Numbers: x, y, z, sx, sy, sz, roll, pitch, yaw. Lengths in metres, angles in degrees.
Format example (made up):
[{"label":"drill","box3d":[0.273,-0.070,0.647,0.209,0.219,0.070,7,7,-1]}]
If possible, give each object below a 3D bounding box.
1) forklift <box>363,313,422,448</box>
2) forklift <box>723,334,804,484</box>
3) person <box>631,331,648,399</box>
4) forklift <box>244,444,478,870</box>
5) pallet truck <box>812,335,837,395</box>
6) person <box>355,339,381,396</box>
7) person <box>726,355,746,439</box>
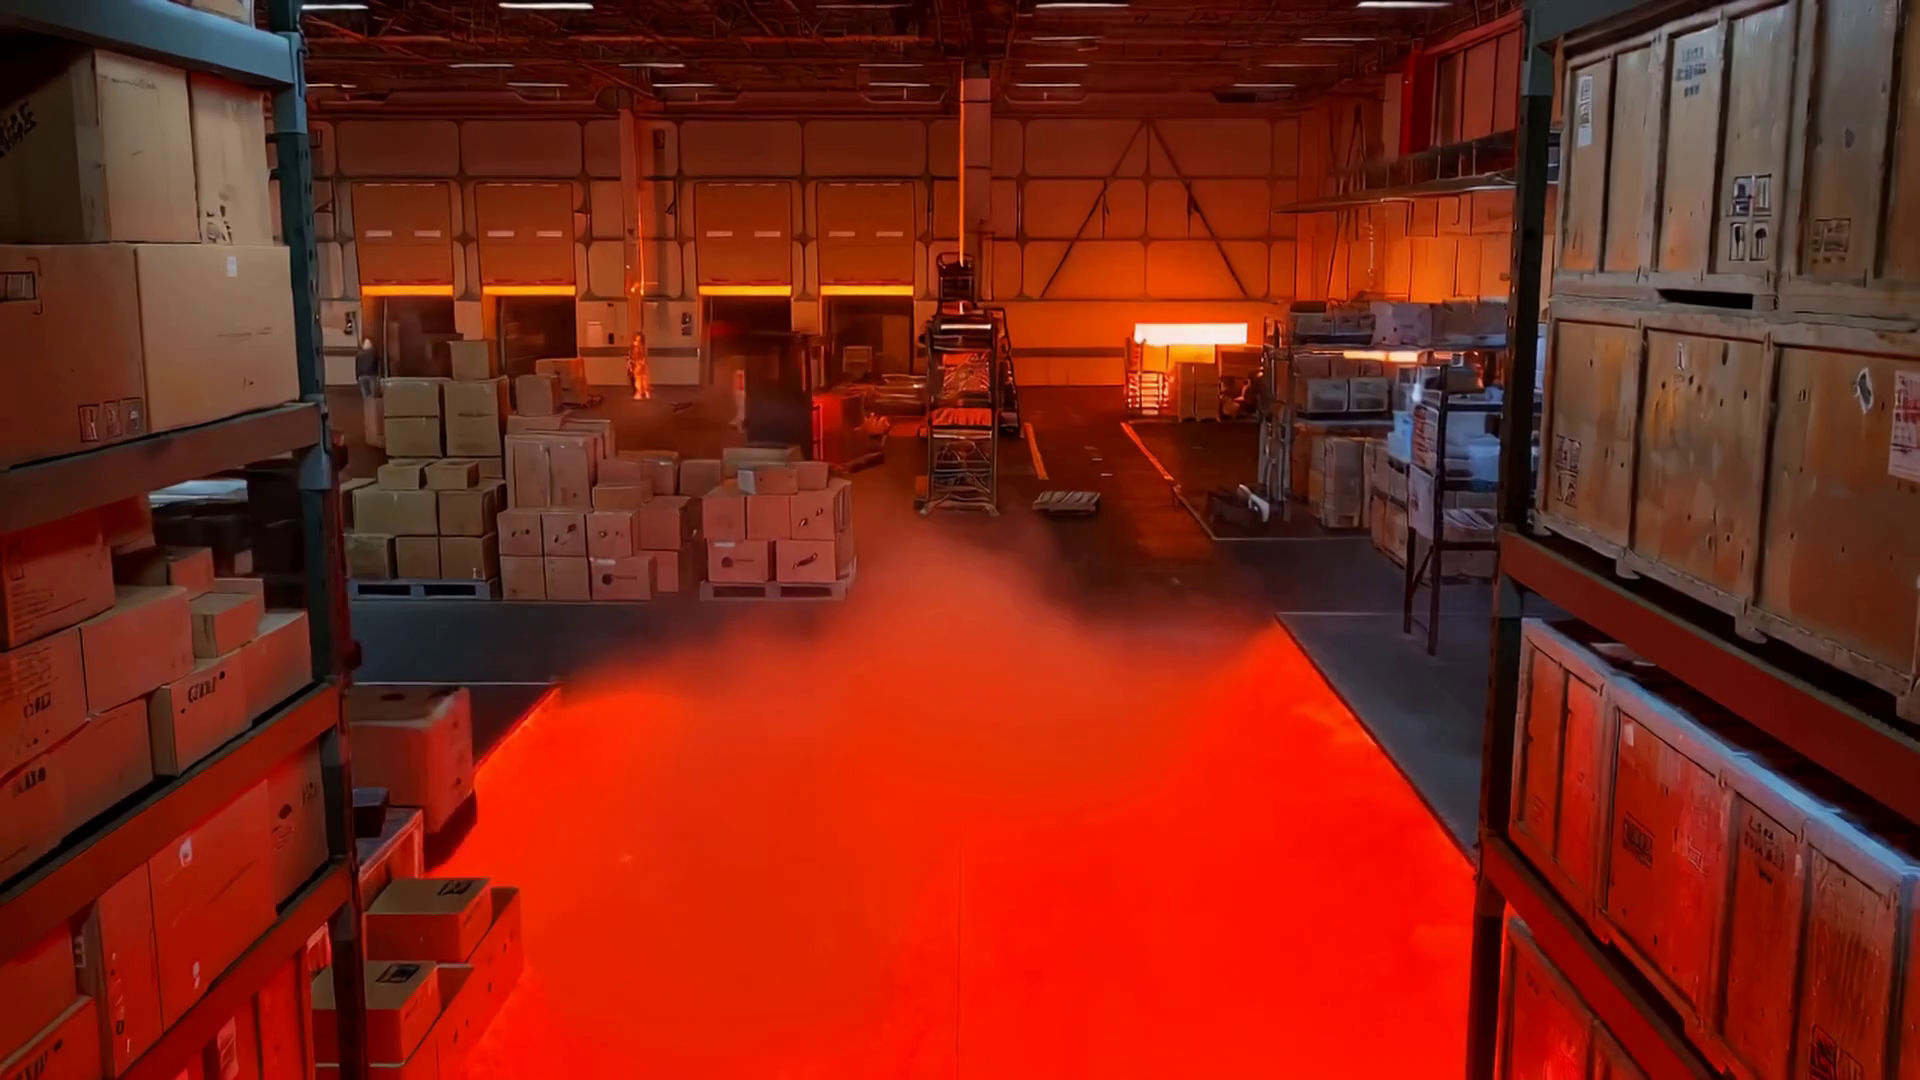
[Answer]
[{"label":"forklift","box3d":[-11.744,-3.437,35.529,1.873,2.768,1.129,-5,11,-28]},{"label":"forklift","box3d":[-3.008,-1.909,26.713,1.129,2.768,1.873,3,10,15]},{"label":"person","box3d":[-9.113,-4.956,47.056,0.544,1.928,0.393,8,13,40]},{"label":"forklift","box3d":[-4.384,0.772,11.246,1.873,2.768,1.129,0,10,-1]},{"label":"pallet truck","box3d":[-3.021,-4.312,43.126,1.885,1.965,0.823,3,10,17]},{"label":"person","box3d":[-15.077,-4.160,42.419,0.628,1.940,0.377,-2,10,-14]},{"label":"person","box3d":[-4.917,-3.171,36.920,0.554,1.868,0.574,2,10,13]}]
